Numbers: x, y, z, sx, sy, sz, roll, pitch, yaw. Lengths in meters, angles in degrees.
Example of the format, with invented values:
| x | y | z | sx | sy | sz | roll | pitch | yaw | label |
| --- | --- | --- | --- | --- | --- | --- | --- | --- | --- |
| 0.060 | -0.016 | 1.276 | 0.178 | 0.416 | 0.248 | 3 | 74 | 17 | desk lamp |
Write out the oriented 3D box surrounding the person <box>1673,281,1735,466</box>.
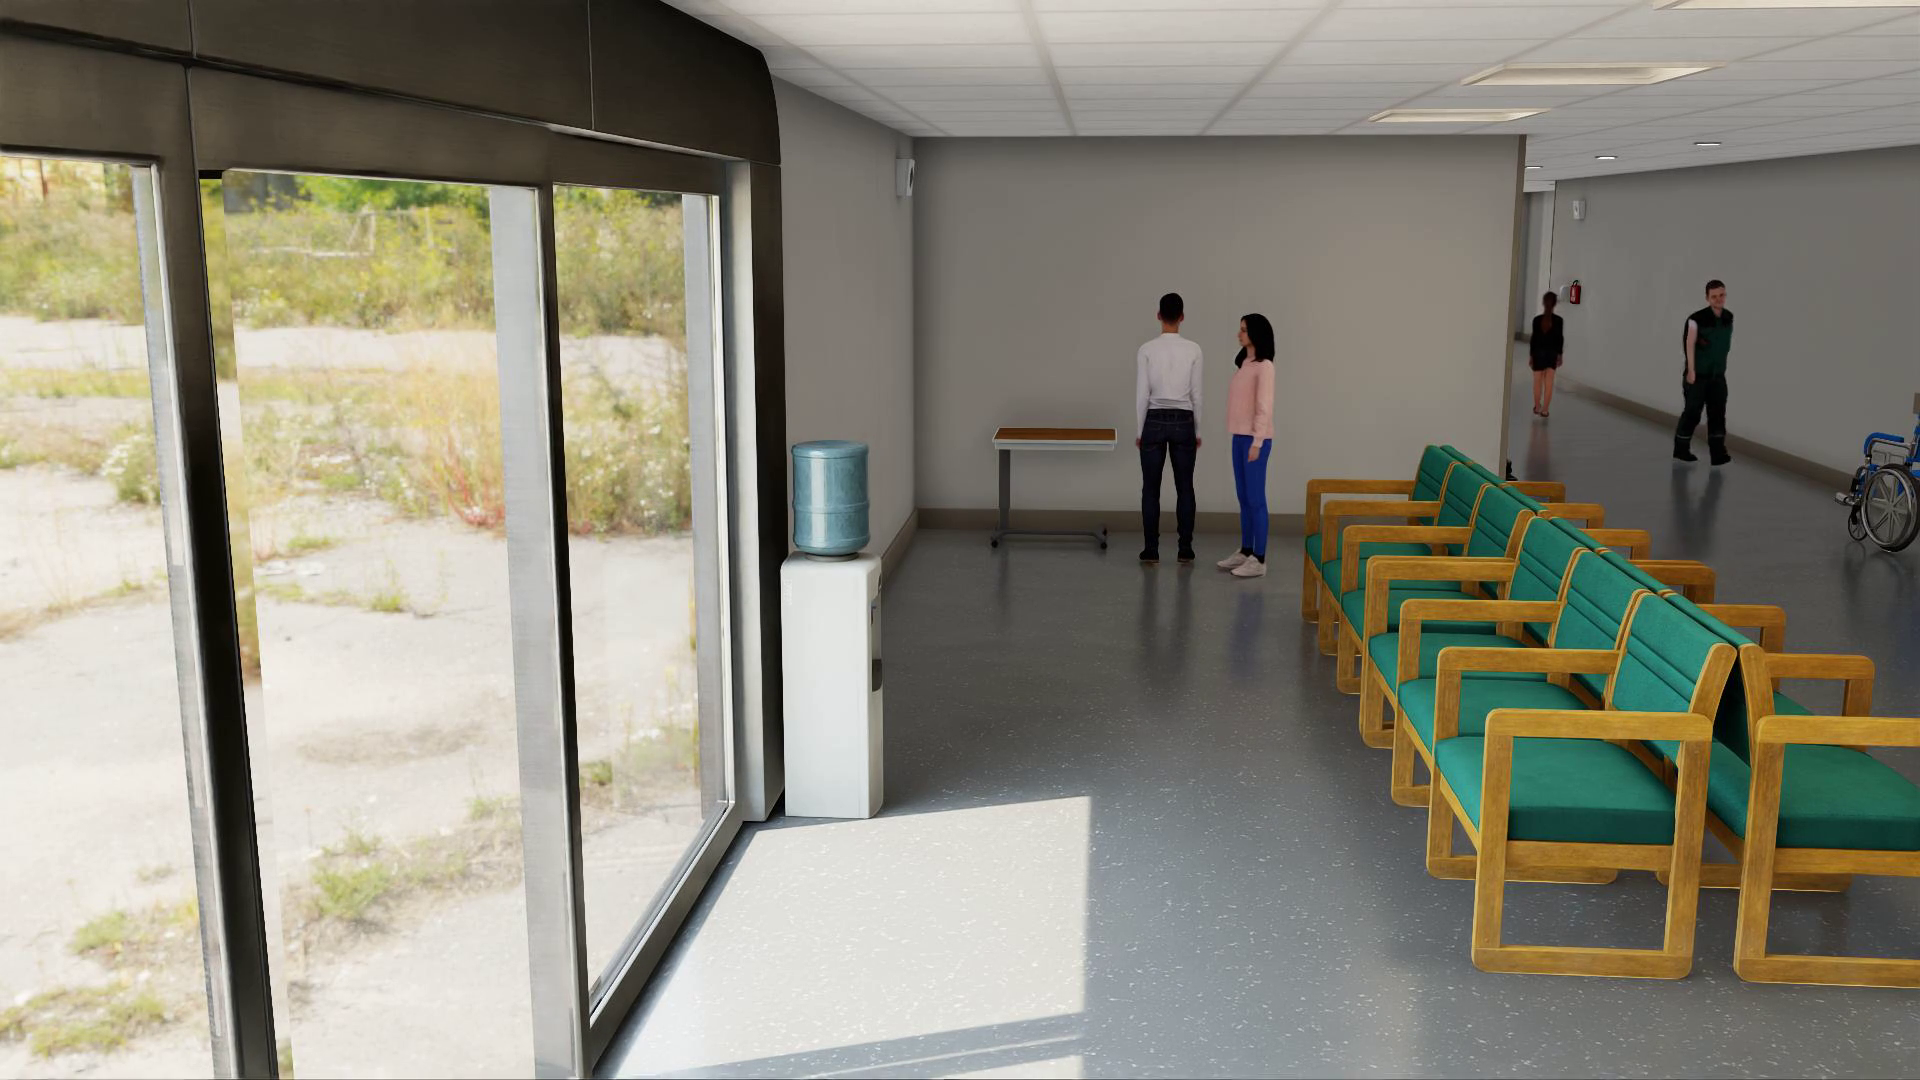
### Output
| x | y | z | sx | sy | sz | roll | pitch | yaw | label |
| --- | --- | --- | --- | --- | --- | --- | --- | --- | --- |
| 7.286 | -1.628 | 16.344 | 1.010 | 1.788 | 0.875 | -3 | 11 | -16 | person |

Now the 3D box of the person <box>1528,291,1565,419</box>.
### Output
| x | y | z | sx | sy | sz | roll | pitch | yaw | label |
| --- | --- | --- | --- | --- | --- | --- | --- | --- | --- |
| 7.090 | -2.204 | 20.104 | 1.040 | 1.517 | 0.743 | 3 | 11 | 15 | person |

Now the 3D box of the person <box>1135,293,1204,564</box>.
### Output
| x | y | z | sx | sy | sz | roll | pitch | yaw | label |
| --- | --- | --- | --- | --- | --- | --- | --- | --- | --- |
| 1.445 | -0.775 | 11.529 | 0.514 | 1.868 | 0.680 | 0 | 11 | 2 | person |

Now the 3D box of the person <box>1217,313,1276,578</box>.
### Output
| x | y | z | sx | sy | sz | roll | pitch | yaw | label |
| --- | --- | --- | --- | --- | --- | --- | --- | --- | --- |
| 1.970 | -0.646 | 11.217 | 0.631 | 1.769 | 0.697 | -2 | 11 | -9 | person |
